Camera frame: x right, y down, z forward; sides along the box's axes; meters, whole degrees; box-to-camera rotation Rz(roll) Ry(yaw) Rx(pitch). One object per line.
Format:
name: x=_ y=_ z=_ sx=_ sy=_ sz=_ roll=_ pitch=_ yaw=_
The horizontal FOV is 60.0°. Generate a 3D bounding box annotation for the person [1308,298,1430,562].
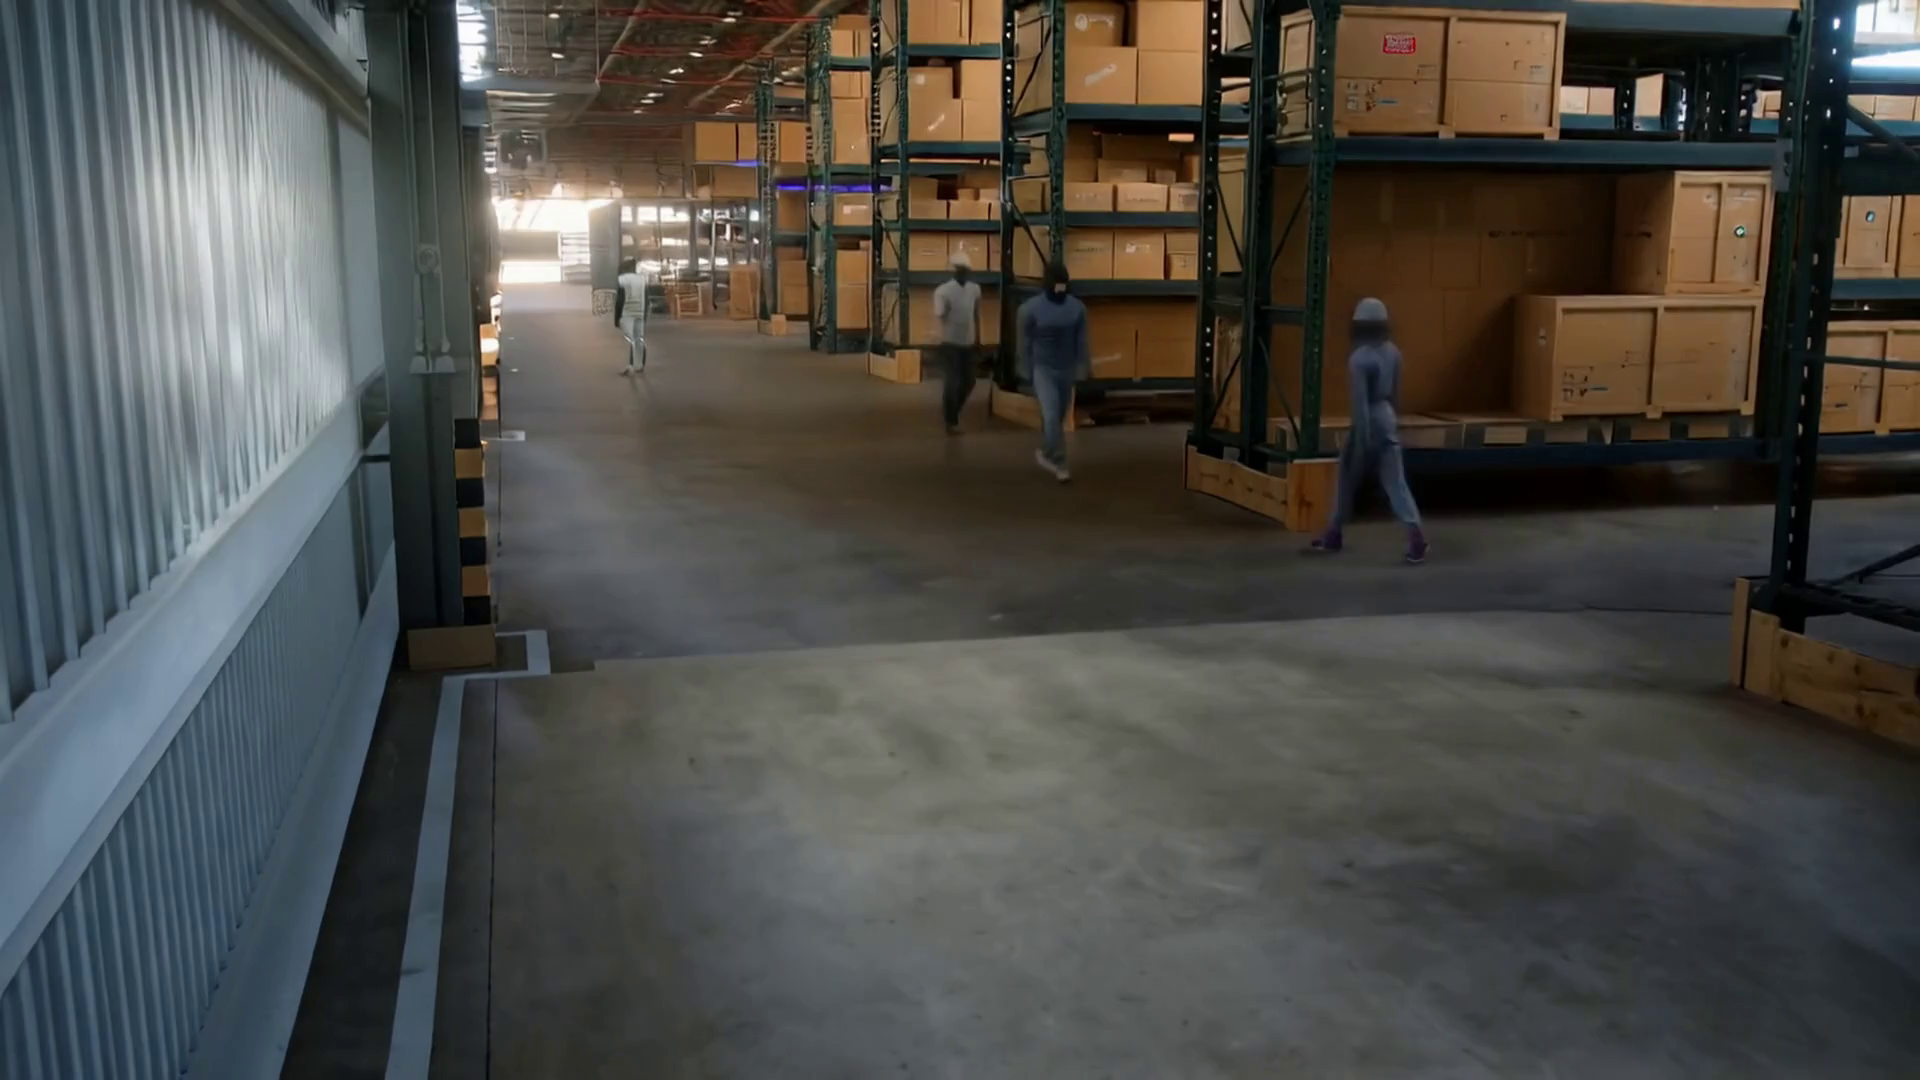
person: x=2.697 y=-0.715 z=10.767 sx=0.487 sy=1.699 sz=0.902 roll=-6 pitch=12 yaw=-30

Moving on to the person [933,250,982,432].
person: x=-0.023 y=-2.171 z=18.193 sx=0.634 sy=1.976 sz=0.435 roll=-5 pitch=11 yaw=-25

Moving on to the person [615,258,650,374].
person: x=-5.222 y=-3.547 z=26.401 sx=0.429 sy=1.843 sz=0.630 roll=8 pitch=13 yaw=39

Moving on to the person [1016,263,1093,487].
person: x=0.814 y=-1.441 z=14.379 sx=0.645 sy=1.887 sz=1.057 roll=-3 pitch=10 yaw=-17
